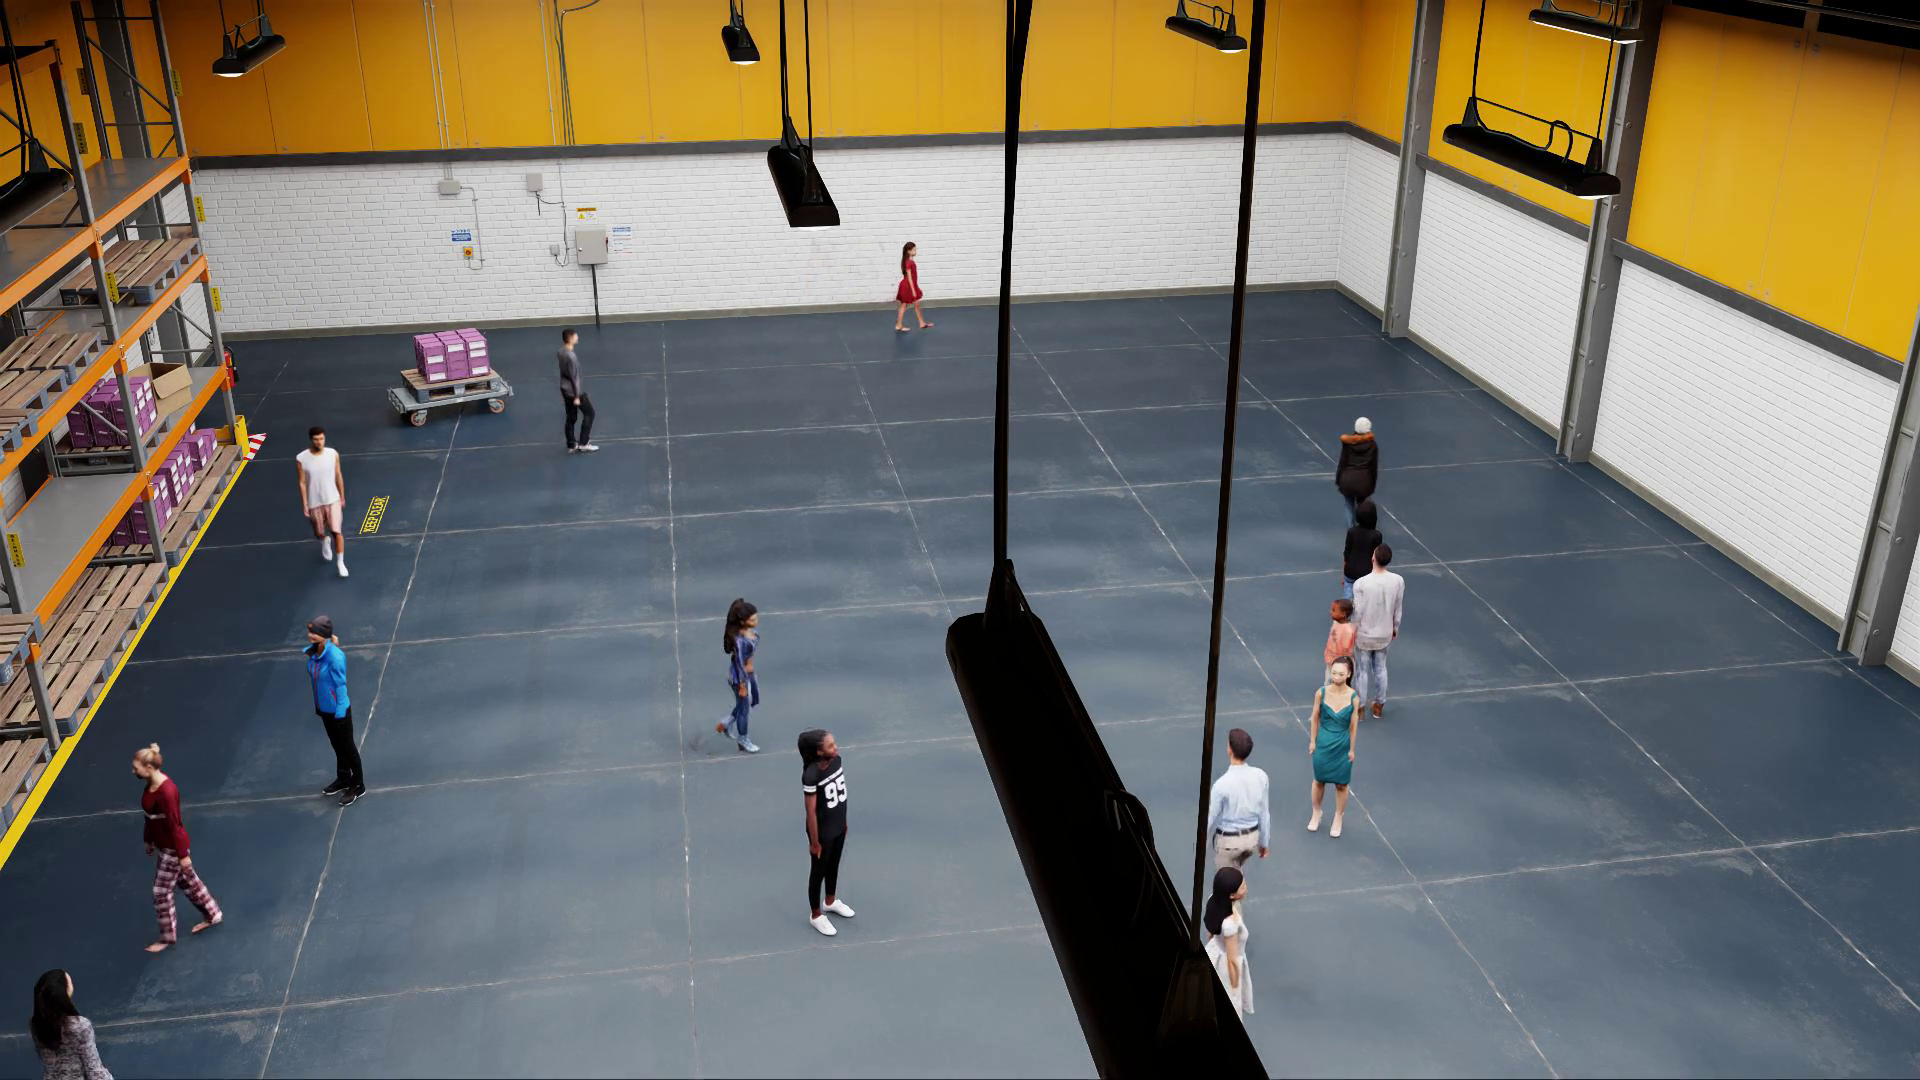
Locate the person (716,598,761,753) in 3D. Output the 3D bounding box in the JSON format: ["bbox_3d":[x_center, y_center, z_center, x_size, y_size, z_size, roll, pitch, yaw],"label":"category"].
[{"bbox_3d":[-2.066,1.257,15.387,0.818,1.610,0.769,1,24,3],"label":"person"}]

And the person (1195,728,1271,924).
[{"bbox_3d":[2.136,2.349,12.630,0.796,1.817,0.920,-12,26,-26],"label":"person"}]

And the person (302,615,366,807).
[{"bbox_3d":[-5.508,1.478,14.648,0.668,1.797,0.753,19,30,37],"label":"person"}]

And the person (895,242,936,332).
[{"bbox_3d":[-0.945,-4.264,28.142,0.780,1.510,0.899,2,24,5],"label":"person"}]

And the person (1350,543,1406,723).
[{"bbox_3d":[3.975,0.876,15.972,0.668,1.840,0.540,-4,24,-10],"label":"person"}]

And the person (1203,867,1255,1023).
[{"bbox_3d":[1.771,2.975,11.252,0.689,1.774,0.550,-4,24,-9],"label":"person"}]

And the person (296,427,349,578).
[{"bbox_3d":[-7.346,-0.479,19.166,0.769,1.764,1.092,-9,25,-20],"label":"person"}]

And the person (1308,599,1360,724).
[{"bbox_3d":[3.667,1.174,15.958,0.573,1.303,0.633,-7,25,-15],"label":"person"}]

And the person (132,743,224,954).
[{"bbox_3d":[-6.017,2.320,12.861,0.933,1.685,0.916,-19,30,-37],"label":"person"}]

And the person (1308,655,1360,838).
[{"bbox_3d":[3.186,1.756,14.150,0.603,1.686,0.616,8,25,18],"label":"person"}]

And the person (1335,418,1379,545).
[{"bbox_3d":[4.710,-0.657,19.746,0.687,1.626,0.733,2,24,4],"label":"person"}]

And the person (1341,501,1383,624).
[{"bbox_3d":[4.163,0.390,17.255,0.663,1.702,0.696,10,26,22],"label":"person"}]

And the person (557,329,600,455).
[{"bbox_3d":[-5.348,-2.003,22.670,0.801,1.750,0.722,-21,31,-39],"label":"person"}]

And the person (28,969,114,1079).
[{"bbox_3d":[-5.498,3.460,10.239,0.878,1.696,1.163,4,24,8],"label":"person"}]

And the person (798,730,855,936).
[{"bbox_3d":[-1.044,2.244,12.985,0.777,1.725,0.702,13,27,27],"label":"person"}]
